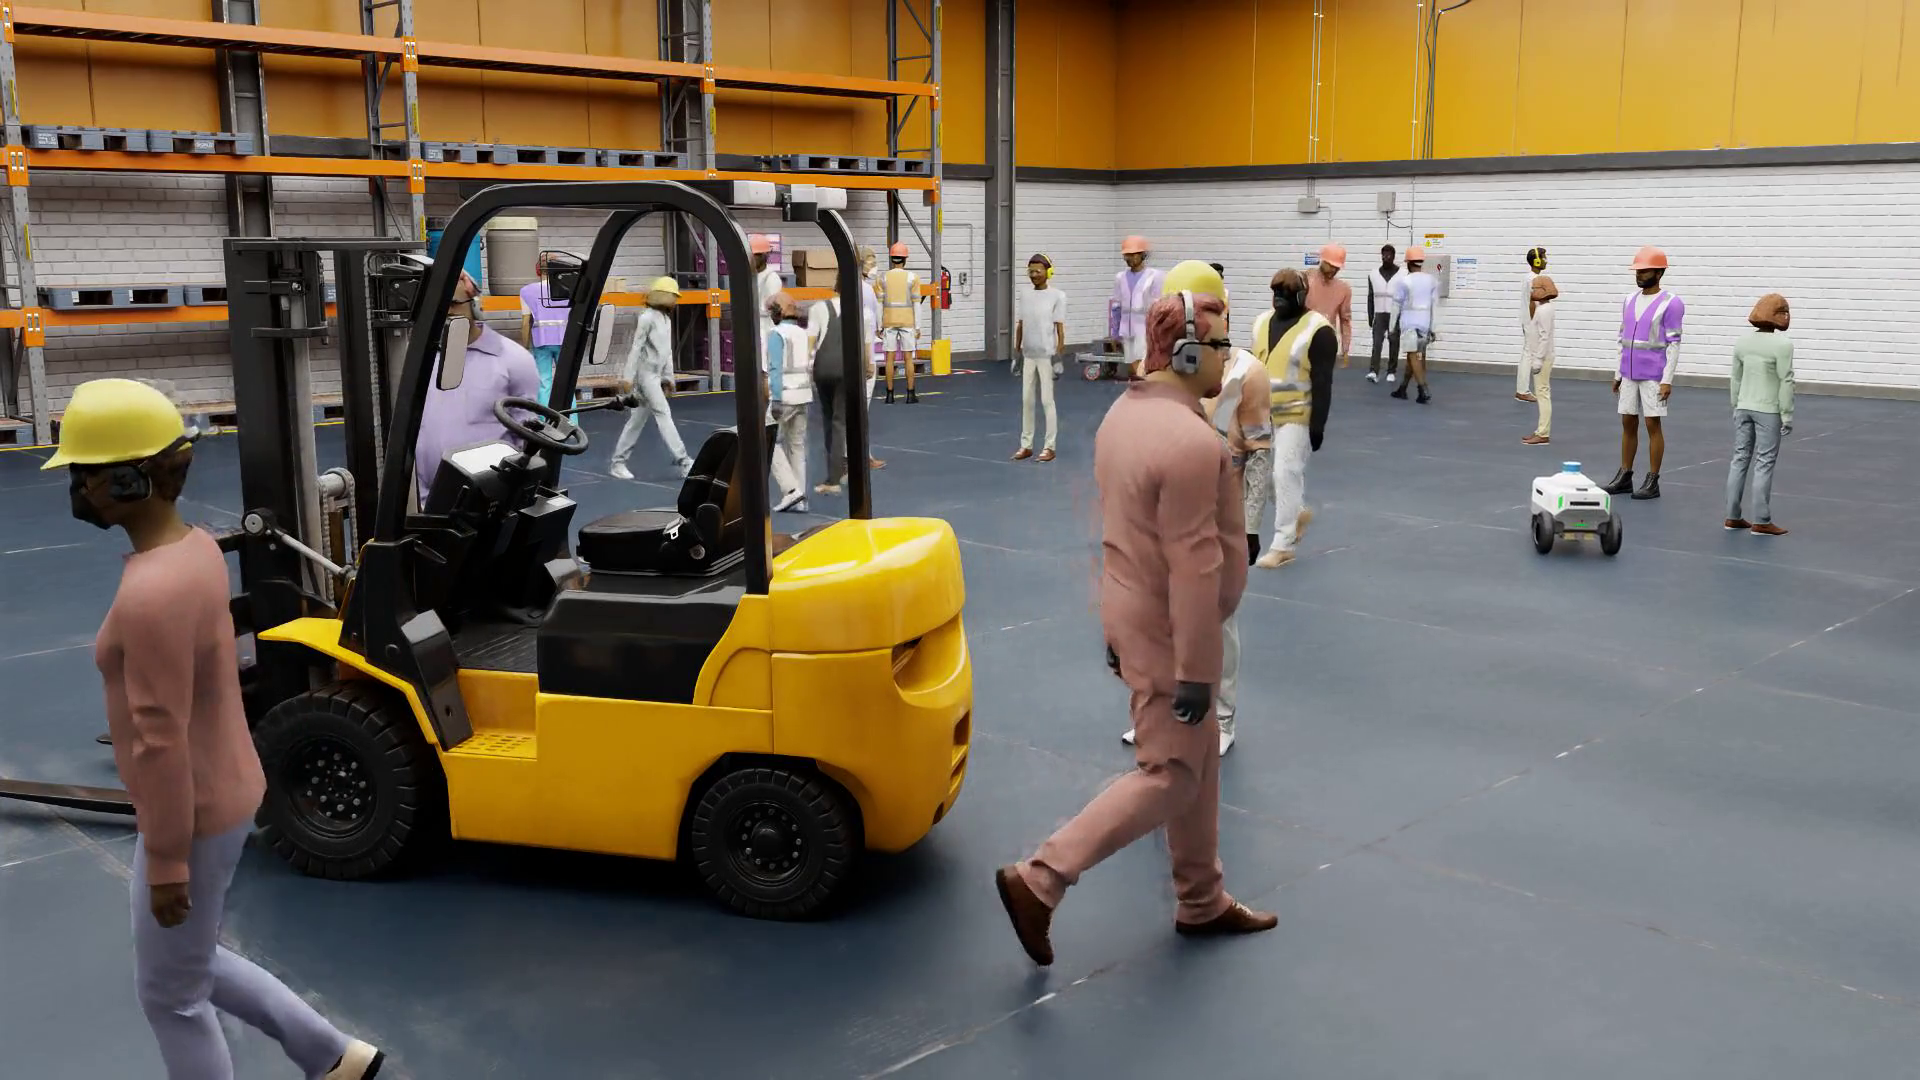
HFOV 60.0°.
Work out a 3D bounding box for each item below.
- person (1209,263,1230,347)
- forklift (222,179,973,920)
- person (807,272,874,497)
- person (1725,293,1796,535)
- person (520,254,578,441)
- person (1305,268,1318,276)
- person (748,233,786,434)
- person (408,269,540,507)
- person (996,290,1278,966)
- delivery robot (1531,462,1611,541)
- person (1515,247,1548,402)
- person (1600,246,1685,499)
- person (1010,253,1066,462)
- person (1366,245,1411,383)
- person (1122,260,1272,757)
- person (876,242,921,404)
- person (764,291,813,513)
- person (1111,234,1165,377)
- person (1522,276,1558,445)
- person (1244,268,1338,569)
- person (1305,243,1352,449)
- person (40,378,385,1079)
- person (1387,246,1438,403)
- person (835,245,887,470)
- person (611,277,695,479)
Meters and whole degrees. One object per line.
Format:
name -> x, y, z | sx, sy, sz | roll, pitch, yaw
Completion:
person -> 3.067, -2.514, 20.216 | 0.529, 1.689, 0.321 | -7, 13, -34
forklift -> -1.114, -0.058, 5.440 | 2.313, 2.155, 1.214 | 2, 11, 13
person -> -0.961, -1.248, 13.094 | 0.538, 1.788, 0.814 | 2, 11, 10
person -> 5.447, -0.851, 11.297 | 0.280, 1.632, 0.506 | -4, 11, -20
person -> -4.012, -1.878, 16.342 | 0.564, 1.837, 0.396 | -3, 11, -17
person -> 4.202, -2.438, 19.939 | 0.277, 1.636, 0.502 | 3, 11, 17
person -> -2.019, -2.001, 16.463 | 0.450, 2.037, 0.630 | -5, 12, -27
person -> -2.037, -0.159, 6.807 | 0.641, 1.900, 0.403 | 0, 10, 0
person -> 0.514, 0.258, 4.587 | 0.812, 1.883, 0.651 | -2, 11, -11
delivery robot -> 3.949, -0.261, 10.766 | 0.477, 0.478, 0.707 | 1, 10, 6
person -> 7.002, -2.626, 20.318 | 0.325, 1.876, 0.521 | 2, 11, 12
person -> 5.262, -1.282, 12.817 | 0.359, 1.939, 0.543 | -6, 12, -28
person -> 0.699, -1.630, 14.932 | 0.501, 1.863, 0.341 | 7, 13, 35
person -> 5.860, -3.082, 22.800 | 0.614, 1.865, 0.978 | 5, 11, 24
person -> 0.902, -0.112, 6.463 | 0.595, 1.925, 0.371 | 8, 13, 37
person -> -0.739, -2.607, 20.043 | 0.547, 1.937, 0.379 | 1, 10, 5
person -> -1.273, -1.000, 12.145 | 0.402, 1.612, 0.555 | 5, 12, 25
person -> 1.857, -2.181, 17.477 | 0.646, 2.024, 0.437 | 9, 13, 39
person -> 5.634, -1.739, 16.140 | 0.280, 1.632, 0.501 | 4, 11, 21
person -> 2.020, -0.750, 10.194 | 0.523, 1.829, 0.632 | -8, 13, -37
person -> 3.342, -1.801, 15.618 | 0.696, 1.942, 0.670 | -2, 11, -9
person -> -1.527, 0.544, 3.362 | 0.475, 1.749, 0.544 | -3, 11, -16
person -> 5.541, -2.621, 20.257 | 0.562, 1.895, 0.978 | -3, 11, -15
person -> -0.889, -1.575, 14.424 | 0.374, 1.934, 0.628 | -5, 11, -25
person -> -2.536, -1.334, 13.797 | 0.893, 1.669, 0.541 | 1, 10, 8
